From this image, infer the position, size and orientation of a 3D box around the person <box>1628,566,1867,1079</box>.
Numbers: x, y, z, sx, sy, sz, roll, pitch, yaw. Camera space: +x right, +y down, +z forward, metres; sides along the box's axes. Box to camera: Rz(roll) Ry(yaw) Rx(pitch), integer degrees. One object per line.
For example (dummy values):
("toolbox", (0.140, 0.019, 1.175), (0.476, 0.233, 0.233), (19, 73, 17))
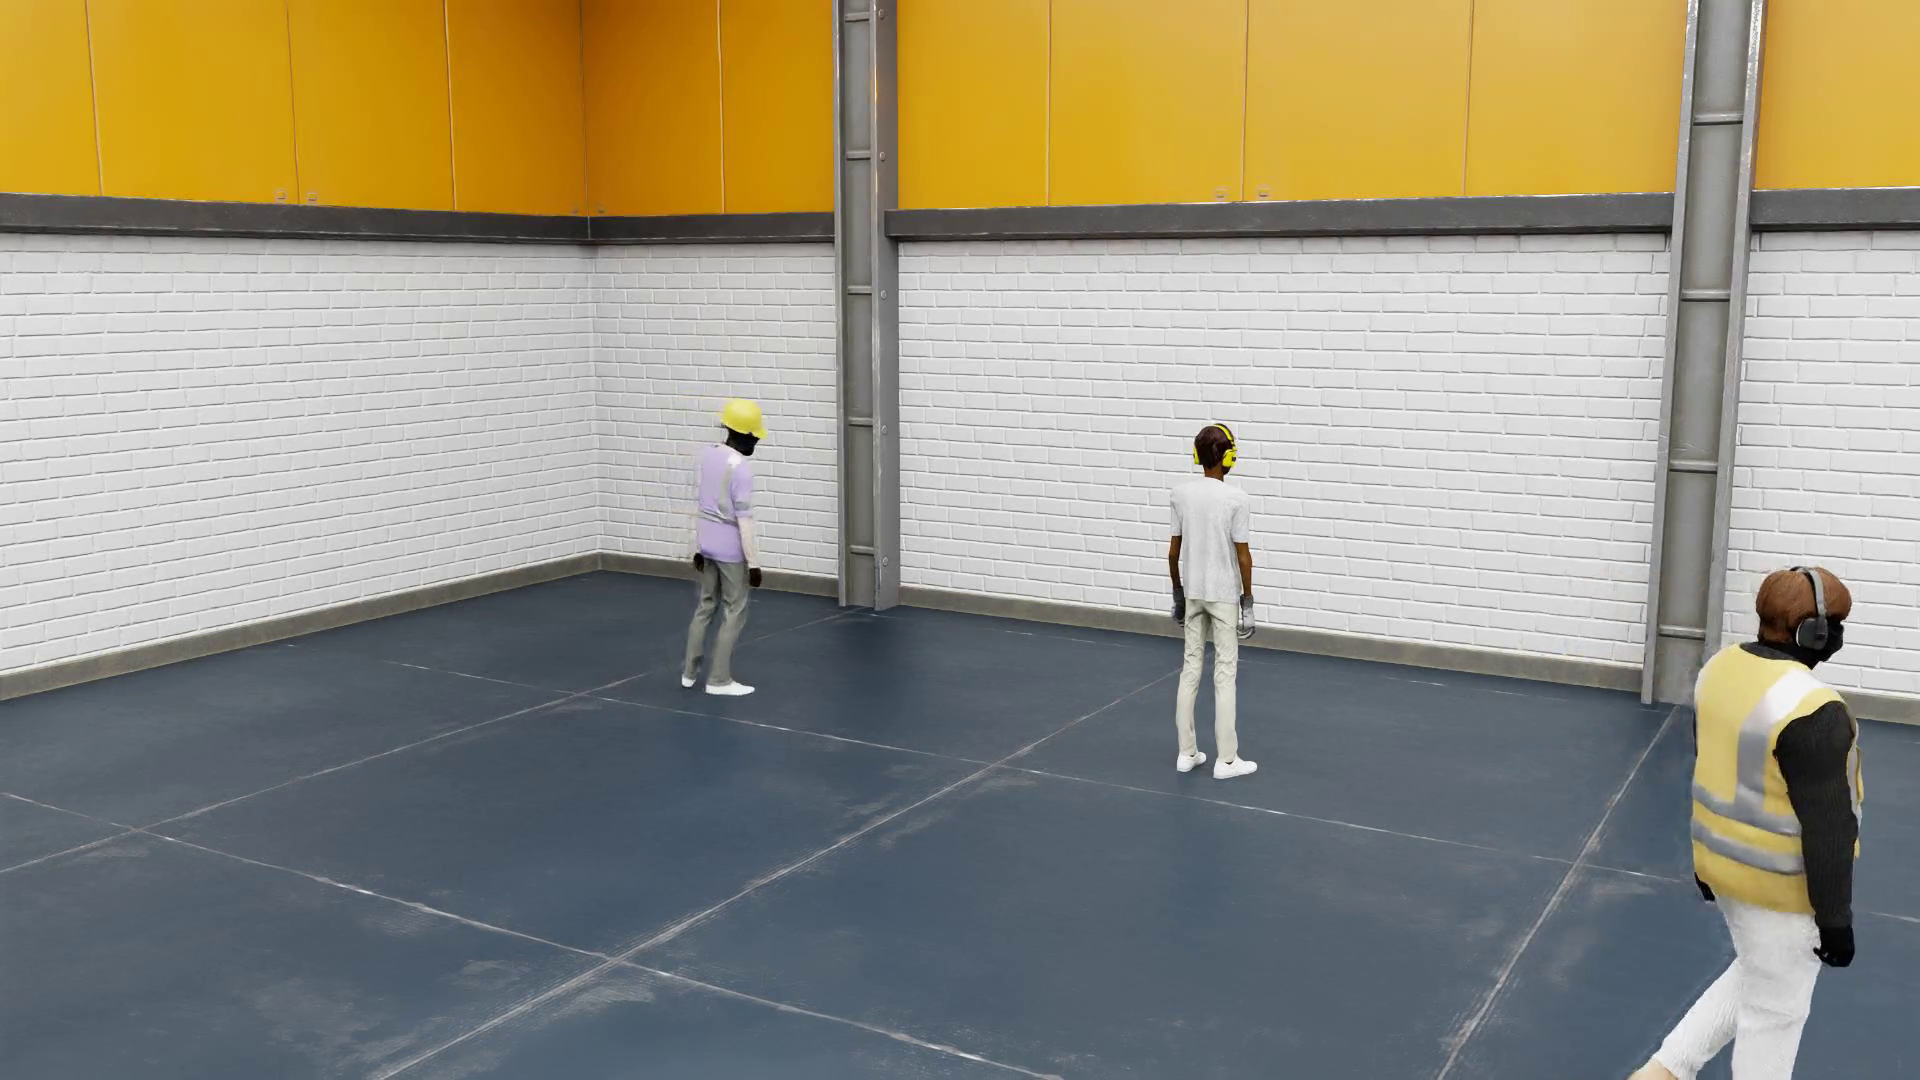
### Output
("person", (2.325, 0.978, 4.794), (0.456, 1.833, 0.639), (0, 9, 1))

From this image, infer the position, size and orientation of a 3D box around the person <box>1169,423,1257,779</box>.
("person", (1.338, 0.318, 8.763), (0.508, 1.874, 0.329), (7, 12, 38))

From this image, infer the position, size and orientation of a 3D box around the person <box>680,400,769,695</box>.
("person", (-1.493, 0.049, 10.438), (0.421, 1.872, 0.778), (-7, 12, -39))
